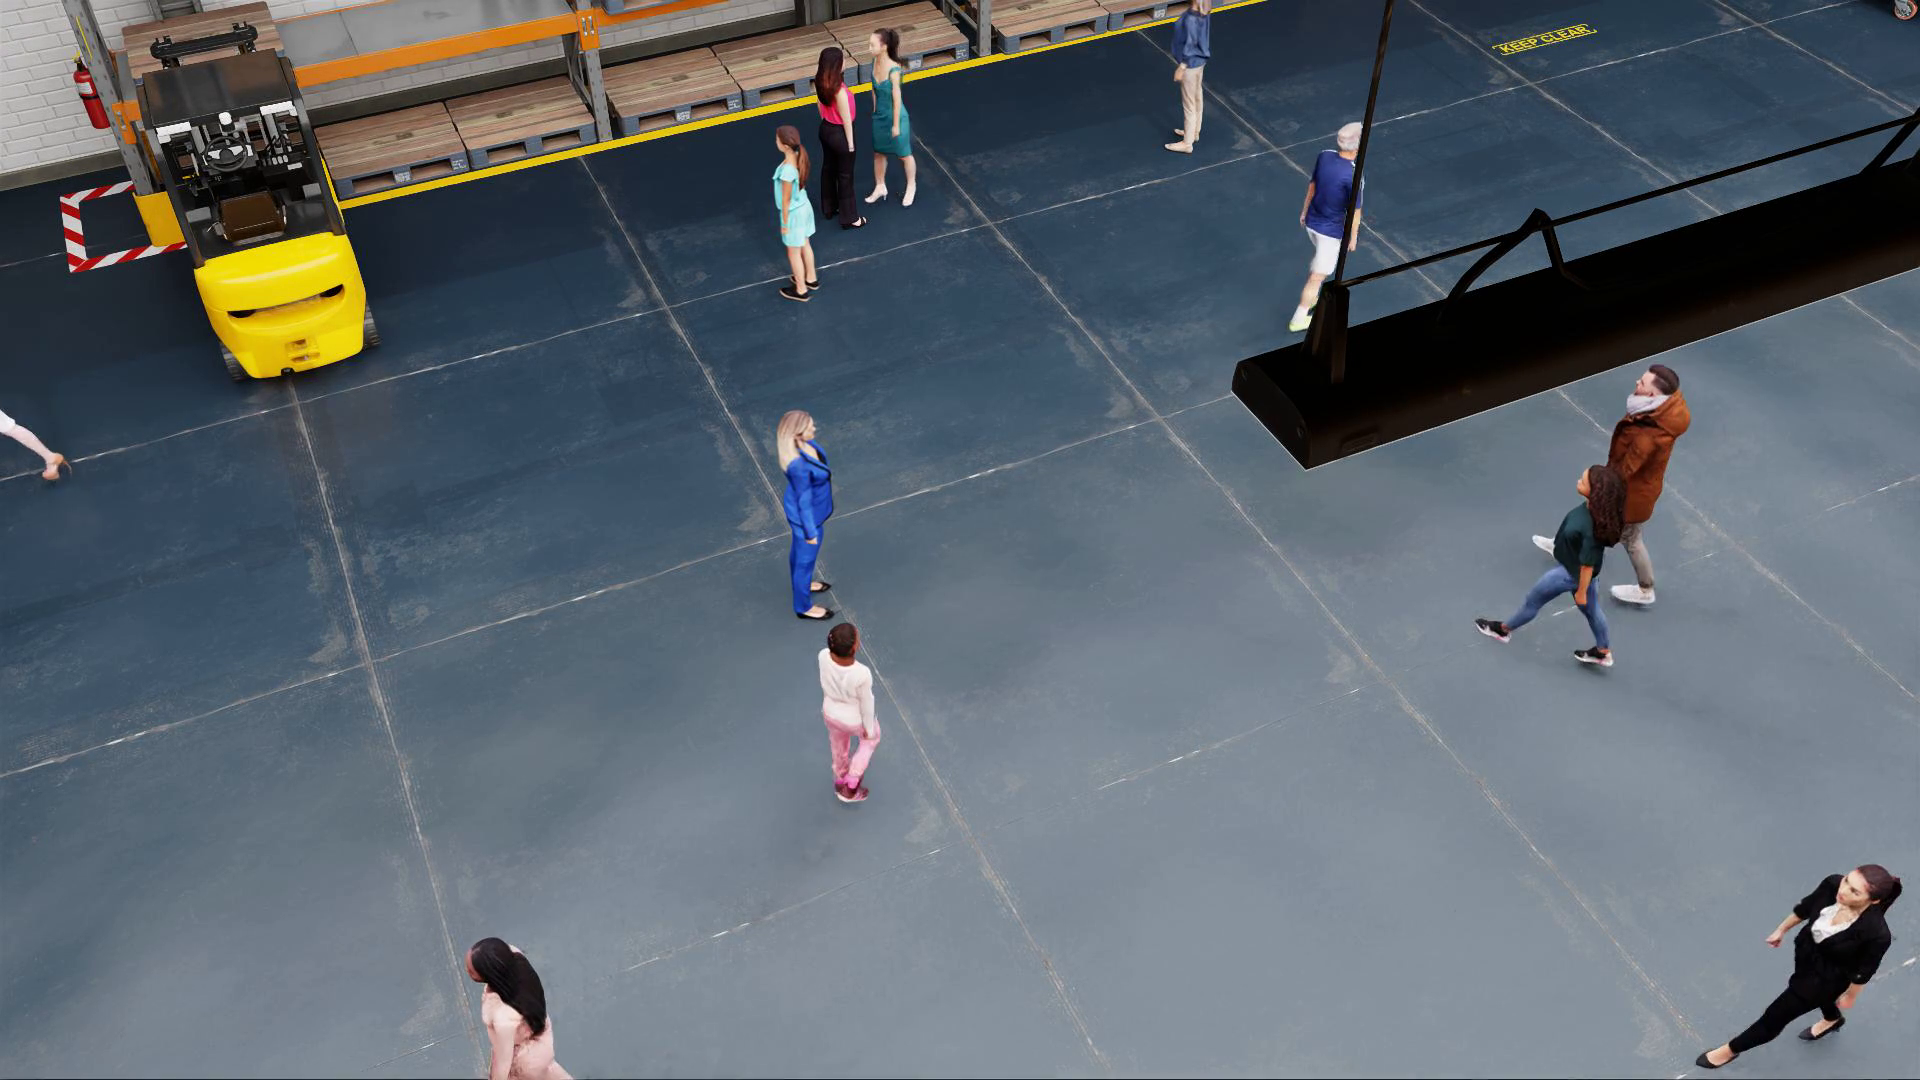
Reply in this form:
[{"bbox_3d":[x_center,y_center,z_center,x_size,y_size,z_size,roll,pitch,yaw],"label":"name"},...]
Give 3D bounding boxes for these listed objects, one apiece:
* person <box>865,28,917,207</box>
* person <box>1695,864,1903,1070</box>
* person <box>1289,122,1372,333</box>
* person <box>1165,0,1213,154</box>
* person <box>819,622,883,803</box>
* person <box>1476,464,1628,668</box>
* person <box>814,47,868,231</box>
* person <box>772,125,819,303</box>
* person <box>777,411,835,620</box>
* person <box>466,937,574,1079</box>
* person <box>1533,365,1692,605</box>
[{"bbox_3d":[-0.562,-3.671,14.473,0.639,1.672,0.724,32,52,29],"label":"person"},{"bbox_3d":[4.416,2.153,8.403,1.149,1.613,0.813,-6,44,-7],"label":"person"},{"bbox_3d":[2.815,-2.428,13.070,0.762,1.808,0.703,-23,48,-22],"label":"person"},{"bbox_3d":[2.128,-4.360,15.179,0.768,1.697,0.697,17,46,17],"label":"person"},{"bbox_3d":[-0.691,1.041,9.698,0.682,1.436,0.737,21,47,20],"label":"person"},{"bbox_3d":[3.966,0.214,10.470,1.108,1.570,1.118,19,47,19],"label":"person"},{"bbox_3d":[-1.043,-3.452,14.253,0.582,1.660,0.624,-28,50,-26],"label":"person"},{"bbox_3d":[-1.336,-2.655,13.490,0.691,1.558,0.637,12,45,12],"label":"person"},{"bbox_3d":[-1.020,-0.173,10.782,0.627,1.699,0.663,-7,44,-7],"label":"person"},{"bbox_3d":[-2.003,2.441,8.046,1.014,1.689,0.733,-12,45,-12],"label":"person"},{"bbox_3d":[4.476,-0.305,10.854,1.172,1.791,1.175,19,47,19],"label":"person"}]
